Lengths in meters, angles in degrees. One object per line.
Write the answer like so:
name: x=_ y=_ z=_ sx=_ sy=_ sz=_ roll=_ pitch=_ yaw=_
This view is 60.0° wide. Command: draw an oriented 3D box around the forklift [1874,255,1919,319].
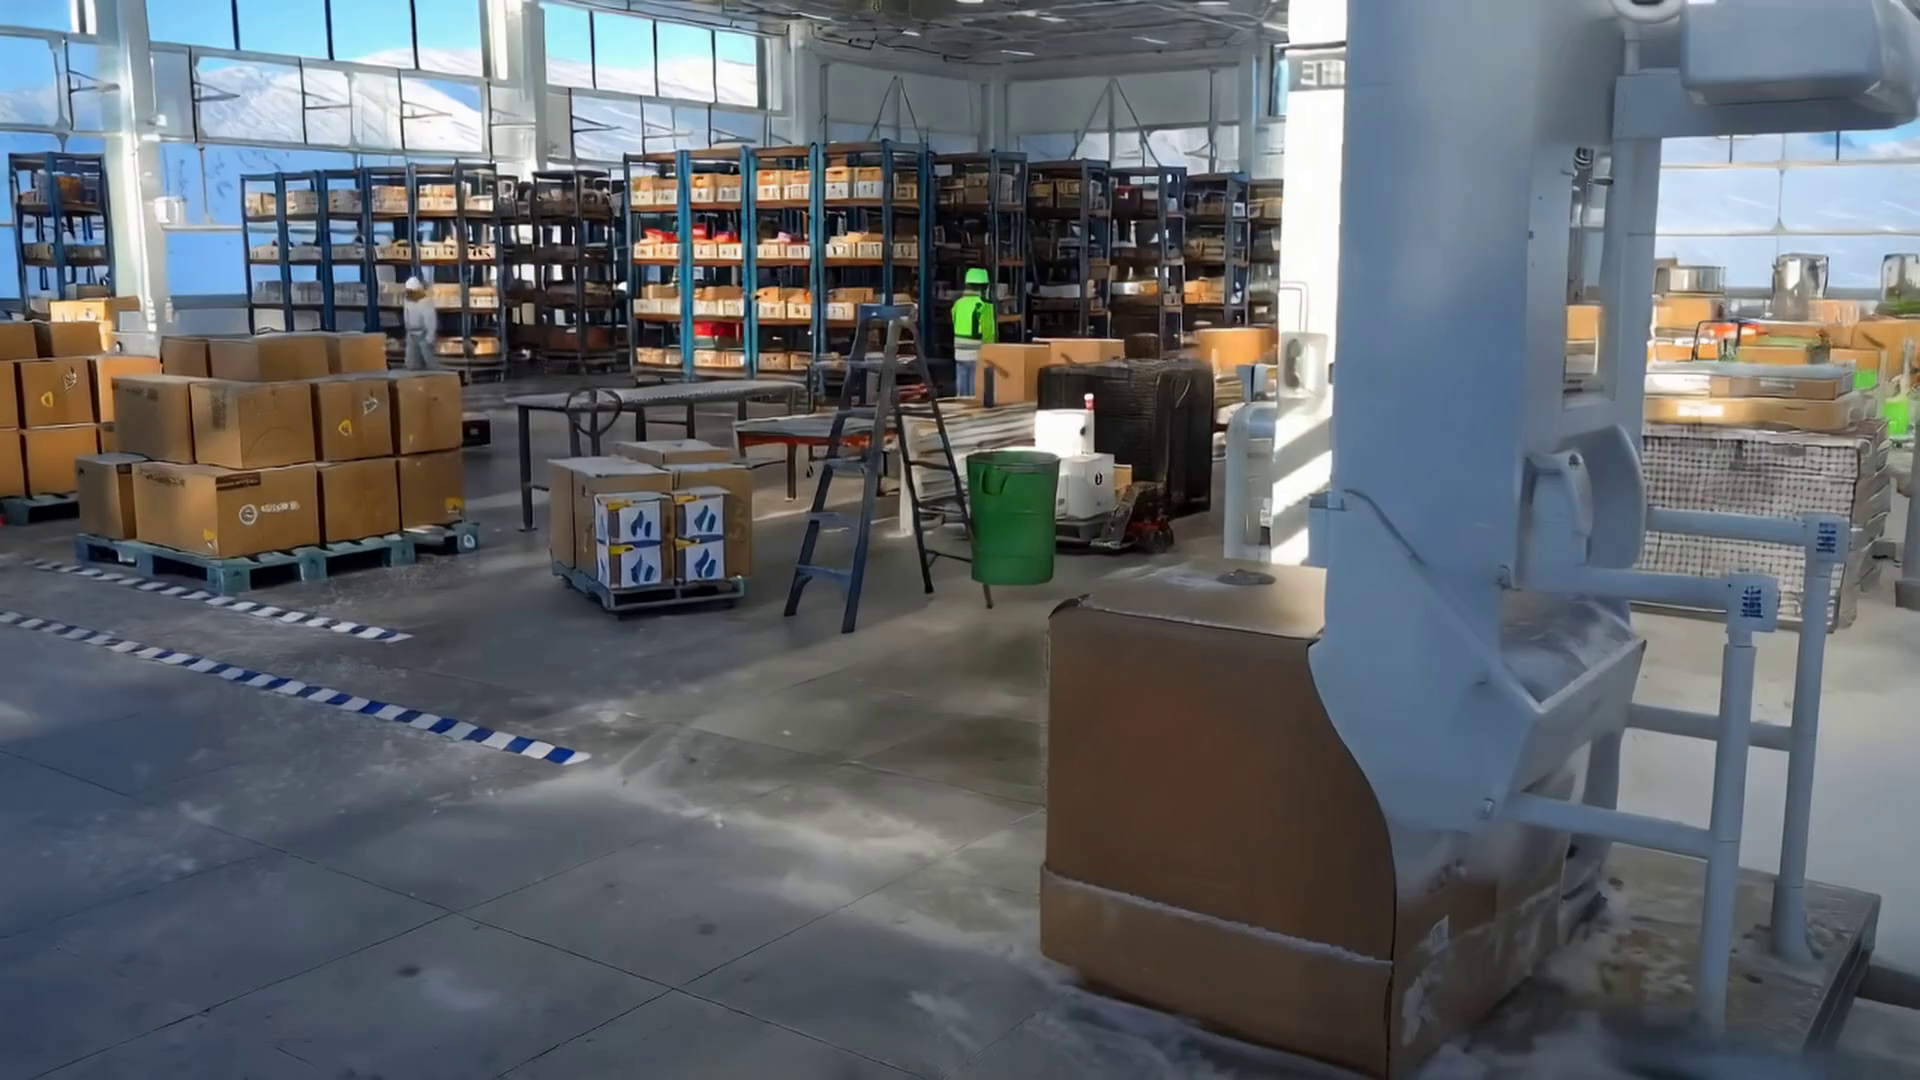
forklift: x=22.089 y=-5.634 z=38.796 sx=1.157 sy=1.987 sz=2.680 roll=6 pitch=11 yaw=33

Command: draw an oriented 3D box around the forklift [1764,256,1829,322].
forklift: x=20.253 y=-5.854 z=40.139 sx=1.157 sy=1.987 sz=2.680 roll=7 pitch=12 yaw=35

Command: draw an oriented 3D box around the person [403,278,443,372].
person: x=-7.742 y=-2.865 z=23.910 sx=0.607 sy=1.780 sz=0.949 roll=5 pitch=11 yaw=26

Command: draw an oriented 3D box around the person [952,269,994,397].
person: x=0.159 y=-2.024 z=18.414 sx=0.425 sy=1.938 sz=0.603 roll=-8 pitch=13 yaw=-41

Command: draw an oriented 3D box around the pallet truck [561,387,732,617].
pallet truck: x=-1.981 y=-0.274 z=10.088 sx=0.680 sy=1.201 sz=1.601 roll=-5 pitch=11 yaw=-28

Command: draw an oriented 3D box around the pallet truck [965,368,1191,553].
pallet truck: x=0.845 y=-0.609 z=11.869 sx=1.630 sy=1.274 sz=0.653 roll=7 pitch=12 yaw=35

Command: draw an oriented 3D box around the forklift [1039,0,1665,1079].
forklift: x=1.249 y=-0.137 z=4.360 sx=1.873 sy=2.768 sz=1.129 roll=7 pitch=12 yaw=35
